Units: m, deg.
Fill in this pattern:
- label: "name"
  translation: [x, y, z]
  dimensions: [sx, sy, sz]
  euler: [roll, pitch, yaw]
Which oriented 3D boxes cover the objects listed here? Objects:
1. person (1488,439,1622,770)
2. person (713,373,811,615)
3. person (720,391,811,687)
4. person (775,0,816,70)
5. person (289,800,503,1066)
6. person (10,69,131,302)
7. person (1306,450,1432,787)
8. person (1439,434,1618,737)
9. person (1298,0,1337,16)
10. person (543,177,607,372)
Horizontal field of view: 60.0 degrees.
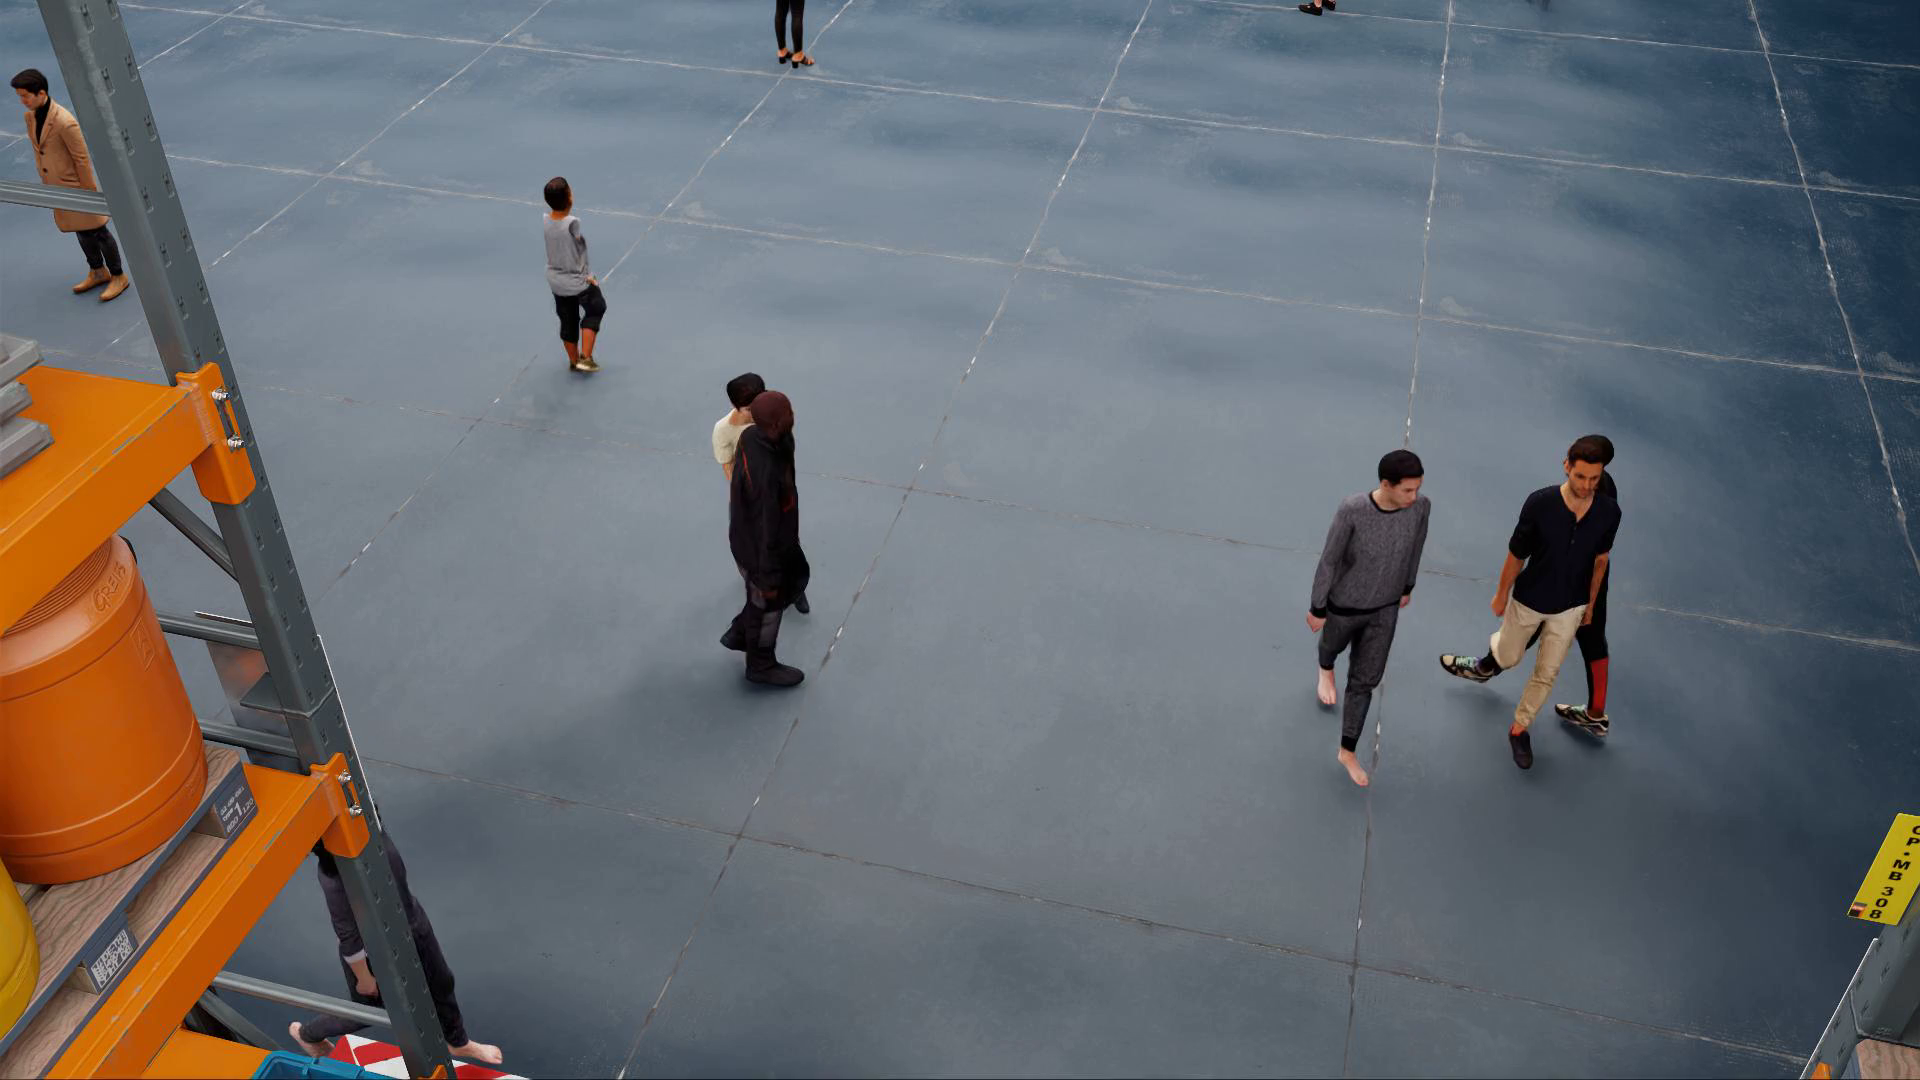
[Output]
- label: "person"
  translation: [2.902, 0.242, 8.268]
  dimensions: [0.728, 1.841, 1.027]
  euler: [4, 38, 5]
- label: "person"
  translation: [-1.147, -0.341, 9.244]
  dimensions: [0.835, 1.557, 0.910]
  euler: [-19, 42, -23]
- label: "person"
  translation: [-1.098, 0.027, 8.576]
  dimensions: [0.892, 1.801, 0.797]
  euler: [-2, 38, -3]
- label: "person"
  translation: [-1.589, -5.241, 15.390]
  dimensions: [0.702, 1.702, 0.706]
  euler: [30, 47, 32]
- label: "person"
  translation: [-2.405, 1.596, 6.632]
  dimensions: [0.821, 1.725, 1.055]
  euler: [2, 38, 2]
- label: "person"
  translation: [-6.393, -2.576, 11.964]
  dimensions: [0.697, 1.726, 0.688]
  euler: [18, 41, 22]
- label: "person"
  translation: [1.977, 0.242, 8.306]
  dimensions: [0.969, 1.794, 1.232]
  euler: [-3, 38, -3]
- label: "person"
  translation: [3.151, 0.266, 8.309]
  dimensions: [0.976, 1.753, 1.171]
  euler: [24, 44, 28]
- label: "person"
  translation: [3.658, -6.095, 16.475]
  dimensions: [0.659, 1.710, 0.754]
  euler: [-27, 45, -30]
- label: "person"
  translation: [-2.645, -1.769, 11.159]
  dimensions: [0.595, 1.447, 0.633]
  euler: [6, 38, 7]
